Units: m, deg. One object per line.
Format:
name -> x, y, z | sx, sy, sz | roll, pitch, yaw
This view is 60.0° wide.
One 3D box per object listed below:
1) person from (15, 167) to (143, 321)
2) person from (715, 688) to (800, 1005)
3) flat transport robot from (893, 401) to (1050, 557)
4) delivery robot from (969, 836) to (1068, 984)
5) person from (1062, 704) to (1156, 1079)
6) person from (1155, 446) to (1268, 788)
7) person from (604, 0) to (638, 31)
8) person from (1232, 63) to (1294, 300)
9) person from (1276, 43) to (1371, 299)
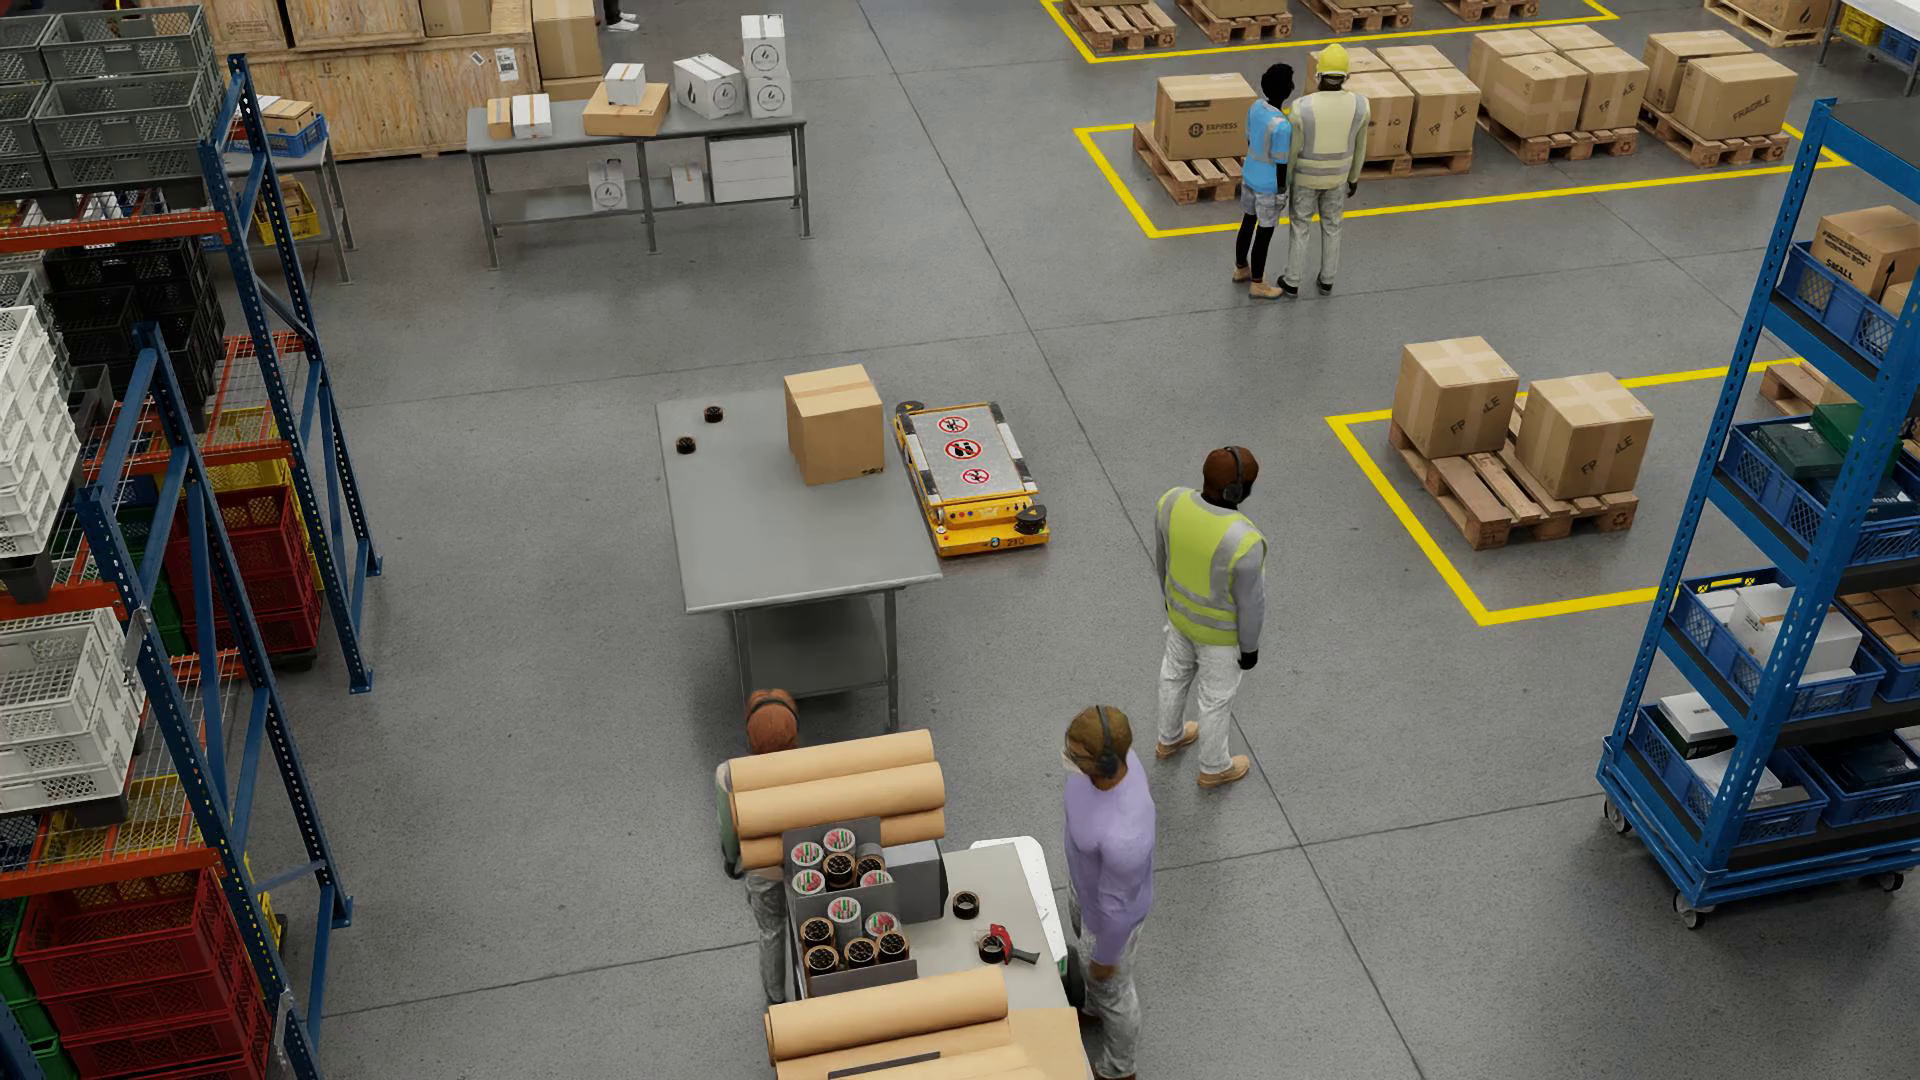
person -> -5.640, -1.865, 10.697 | 0.584, 1.882, 0.349 | -28, 45, -32
person -> -0.698, 1.267, 6.691 | 0.517, 1.636, 0.313 | -3, 37, -5
flat transport robot -> 0.046, -0.430, 10.108 | 0.652, 0.197, 1.431 | -8, 37, -10
delivery robot -> 0.234, 1.591, 7.081 | 0.477, 0.478, 0.707 | -5, 37, -6
person -> 0.541, 1.366, 6.319 | 0.370, 1.930, 0.630 | -4, 37, -6
person -> 1.173, 0.358, 7.748 | 0.430, 1.838, 0.619 | -25, 43, -30
person -> -3.419, -5.915, 16.121 | 0.389, 1.911, 0.592 | -9, 38, -12
person -> 2.167, -2.533, 11.745 | 0.317, 1.700, 0.538 | -10, 38, -14
person -> 2.524, -2.574, 11.691 | 0.600, 1.829, 0.404 | -4, 37, -6
